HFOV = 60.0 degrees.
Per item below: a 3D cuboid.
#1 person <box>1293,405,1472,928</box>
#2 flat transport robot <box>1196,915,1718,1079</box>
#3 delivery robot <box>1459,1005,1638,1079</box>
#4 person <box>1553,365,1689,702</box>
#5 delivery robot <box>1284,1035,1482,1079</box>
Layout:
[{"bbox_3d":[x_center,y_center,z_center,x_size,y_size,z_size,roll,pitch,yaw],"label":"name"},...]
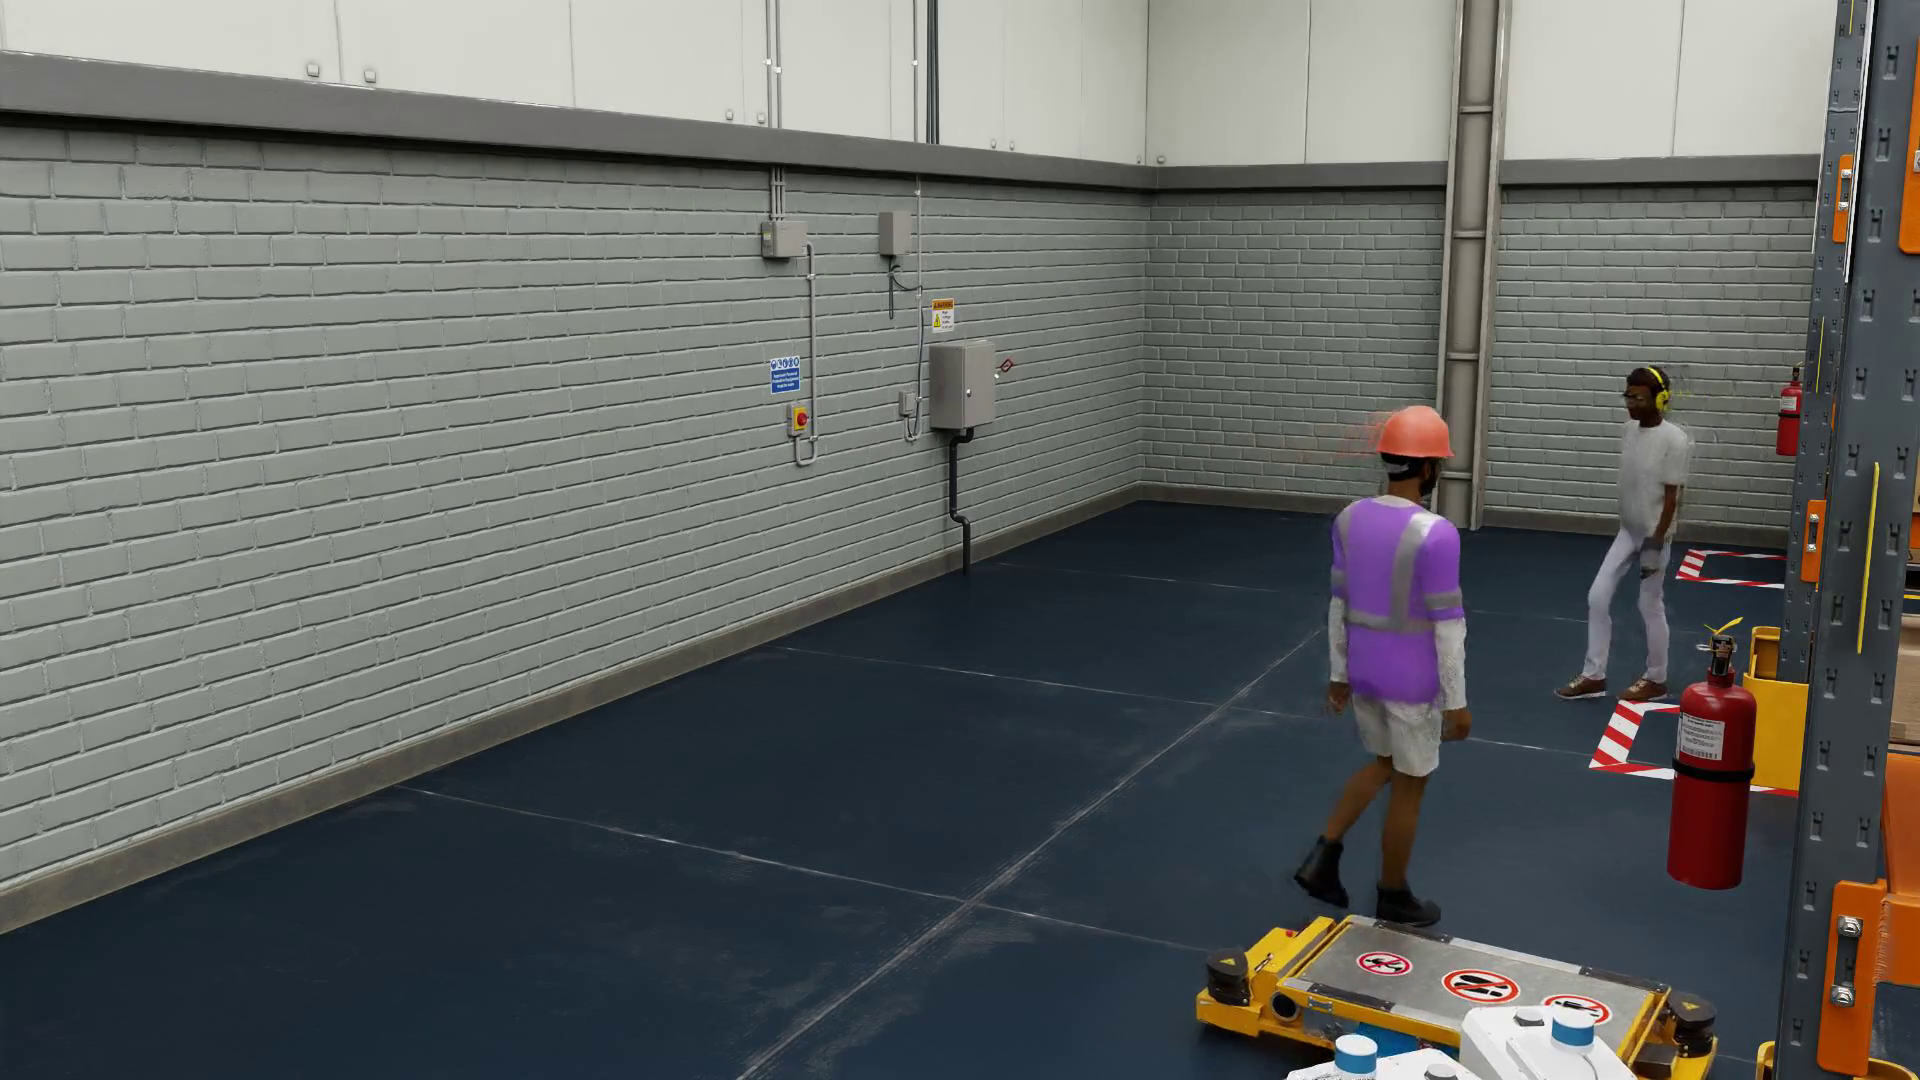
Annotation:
[{"bbox_3d":[1.549,0.482,5.933,0.443,1.921,0.556,-5,12,-26],"label":"person"},{"bbox_3d":[1.523,1.453,5.151,1.431,0.197,0.652,7,12,33],"label":"flat transport robot"},{"bbox_3d":[1.542,1.435,4.218,0.477,0.478,0.707,-1,10,-4],"label":"delivery robot"},{"bbox_3d":[3.537,-0.005,8.821,0.774,1.834,0.537,-3,11,-16],"label":"person"},{"bbox_3d":[0.962,1.460,4.082,0.707,0.478,0.477,-4,11,-21],"label":"delivery robot"}]
